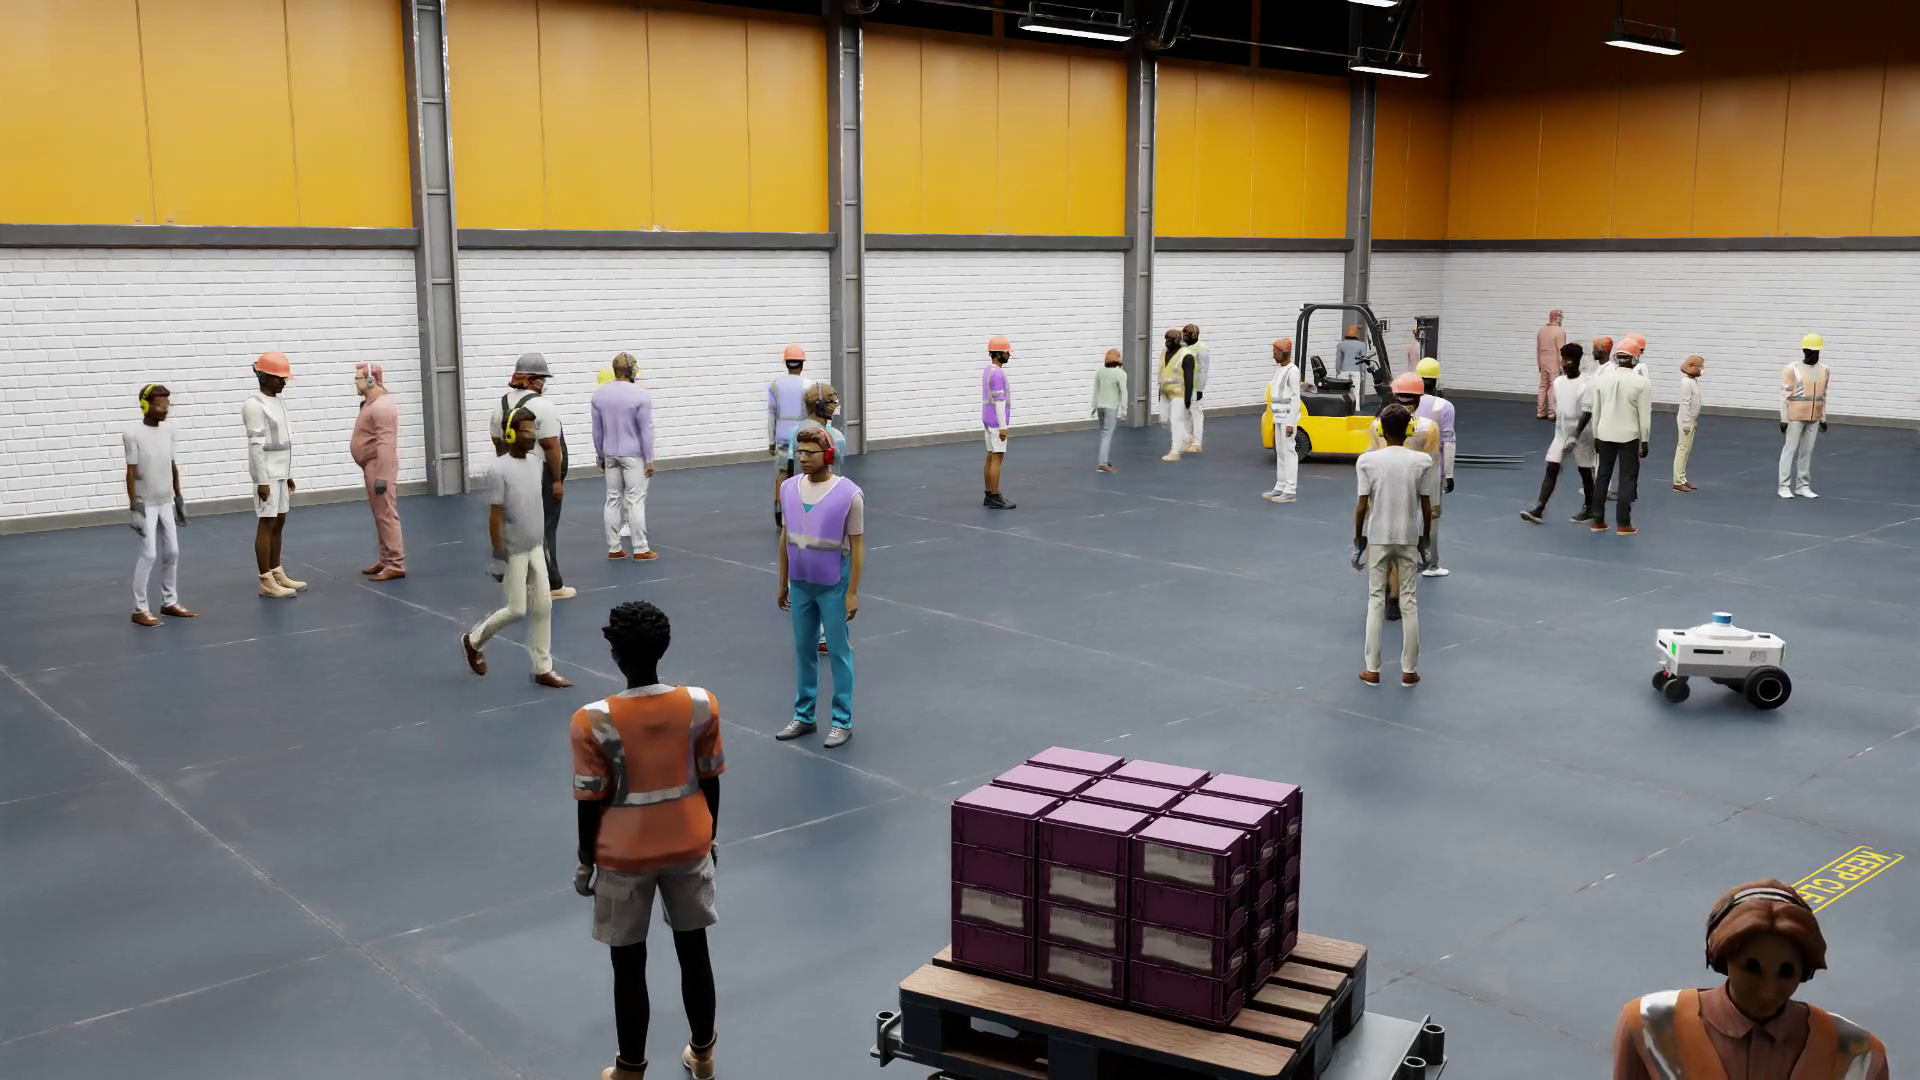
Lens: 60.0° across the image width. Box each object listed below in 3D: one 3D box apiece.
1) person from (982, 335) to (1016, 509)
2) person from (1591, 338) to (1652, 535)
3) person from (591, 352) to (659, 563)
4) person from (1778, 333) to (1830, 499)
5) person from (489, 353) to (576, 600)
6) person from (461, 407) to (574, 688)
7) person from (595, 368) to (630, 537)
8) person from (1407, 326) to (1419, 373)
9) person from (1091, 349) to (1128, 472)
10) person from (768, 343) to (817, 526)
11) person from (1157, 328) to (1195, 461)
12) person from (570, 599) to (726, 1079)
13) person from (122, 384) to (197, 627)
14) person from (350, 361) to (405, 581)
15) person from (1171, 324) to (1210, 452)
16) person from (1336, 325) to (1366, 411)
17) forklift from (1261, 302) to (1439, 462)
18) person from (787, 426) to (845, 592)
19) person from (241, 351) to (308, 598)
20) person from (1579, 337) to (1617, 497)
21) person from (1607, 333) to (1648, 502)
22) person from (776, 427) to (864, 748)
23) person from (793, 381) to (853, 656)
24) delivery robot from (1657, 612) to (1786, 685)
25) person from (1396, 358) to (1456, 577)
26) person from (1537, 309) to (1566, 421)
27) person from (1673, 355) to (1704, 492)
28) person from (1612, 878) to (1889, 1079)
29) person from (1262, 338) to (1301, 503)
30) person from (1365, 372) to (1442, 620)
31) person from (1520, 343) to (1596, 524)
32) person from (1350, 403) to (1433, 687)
[{"bbox_3d":[0.431,-1.316,18.591,0.357,1.938,0.545,-2,10,-12],"label":"person"},{"bbox_3d":[6.718,-1.046,16.889,0.406,1.987,0.618,-8,13,-41],"label":"person"},{"bbox_3d":[-3.081,-0.750,15.285,0.628,1.936,0.375,4,10,22],"label":"person"},{"bbox_3d":[9.829,-1.438,19.339,0.594,1.924,0.382,-2,10,-11],"label":"person"},{"bbox_3d":[-3.484,-0.531,13.692,0.674,2.000,0.537,6,12,33],"label":"person"},{"bbox_3d":[-2.899,0.052,10.859,0.721,1.851,0.514,4,11,24],"label":"person"},{"bbox_3d":[-3.398,-0.876,16.695,0.499,1.700,0.697,5,11,26],"label":"person"},{"bbox_3d":[7.195,-2.508,26.075,0.320,1.766,0.536,-2,10,-13],"label":"person"},{"bbox_3d":[1.963,-1.707,21.905,0.559,1.594,0.601,9,13,43],"label":"person"},{"bbox_3d":[-1.700,-1.057,17.119,0.549,1.924,0.642,2,10,13],"label":"person"},{"bbox_3d":[3.008,-1.999,22.926,0.592,1.827,0.653,-7,12,-34],"label":"person"},{"bbox_3d":[-1.029,1.038,5.526,0.531,1.693,0.320,-6,11,-30],"label":"person"},{"bbox_3d":[-6.159,-0.275,12.768,0.333,1.852,0.563,3,10,18],"label":"person"},{"bbox_3d":[-5.088,-0.599,14.488,0.403,1.906,0.651,-4,11,-23],"label":"person"},{"bbox_3d":[3.312,-2.184,23.958,0.429,1.844,0.625,-5,11,-27],"label":"person"},{"bbox_3d":[6.701,-2.868,28.565,0.501,1.632,0.280,3,10,18],"label":"person"},{"bbox_3d":[5.320,-2.157,22.763,2.313,2.155,1.214,3,10,16],"label":"forklift"},{"bbox_3d":[-1.267,-0.399,14.040,0.665,1.663,0.319,-7,12,-36],"label":"person"},{"bbox_3d":[-5.669,-0.542,13.780,0.393,2.034,0.605,0,10,-2],"label":"person"},{"bbox_3d":[7.480,-1.422,19.380,0.357,1.881,0.574,2,10,13],"label":"person"},{"bbox_3d":[7.691,-1.408,19.123,0.358,1.940,0.545,6,11,32],"label":"person"},{"bbox_3d":[-0.802,0.264,9.610,0.565,1.846,0.390,5,11,29],"label":"person"},{"bbox_3d":[-0.992,-0.153,11.780,0.367,1.939,0.634,-3,10,-18],"label":"person"},{"bbox_3d":[4.806,0.702,10.525,0.707,0.478,0.477,2,9,6],"label":"delivery robot"},{"bbox_3d":[4.081,-0.635,14.629,0.594,1.928,0.365,9,13,42],"label":"person"},{"bbox_3d":[10.180,-2.997,28.529,0.406,1.904,0.654,-3,10,-19],"label":"person"},{"bbox_3d":[8.745,-1.396,19.950,0.289,1.634,0.499,6,11,32],"label":"person"},{"bbox_3d":[1.511,1.450,3.276,0.510,1.639,0.308,3,10,15],"label":"person"},{"bbox_3d":[3.717,-1.371,19.065,0.361,1.886,0.576,-1,10,-6],"label":"person"},{"bbox_3d":[3.474,-0.350,13.006,0.562,1.909,0.681,8,12,38],"label":"person"},{"bbox_3d":[6.344,-1.096,17.371,0.978,1.906,0.598,-6,11,-31],"label":"person"},{"bbox_3d":[2.830,0.036,10.897,0.518,1.865,0.329,2,10,10],"label":"person"}]
